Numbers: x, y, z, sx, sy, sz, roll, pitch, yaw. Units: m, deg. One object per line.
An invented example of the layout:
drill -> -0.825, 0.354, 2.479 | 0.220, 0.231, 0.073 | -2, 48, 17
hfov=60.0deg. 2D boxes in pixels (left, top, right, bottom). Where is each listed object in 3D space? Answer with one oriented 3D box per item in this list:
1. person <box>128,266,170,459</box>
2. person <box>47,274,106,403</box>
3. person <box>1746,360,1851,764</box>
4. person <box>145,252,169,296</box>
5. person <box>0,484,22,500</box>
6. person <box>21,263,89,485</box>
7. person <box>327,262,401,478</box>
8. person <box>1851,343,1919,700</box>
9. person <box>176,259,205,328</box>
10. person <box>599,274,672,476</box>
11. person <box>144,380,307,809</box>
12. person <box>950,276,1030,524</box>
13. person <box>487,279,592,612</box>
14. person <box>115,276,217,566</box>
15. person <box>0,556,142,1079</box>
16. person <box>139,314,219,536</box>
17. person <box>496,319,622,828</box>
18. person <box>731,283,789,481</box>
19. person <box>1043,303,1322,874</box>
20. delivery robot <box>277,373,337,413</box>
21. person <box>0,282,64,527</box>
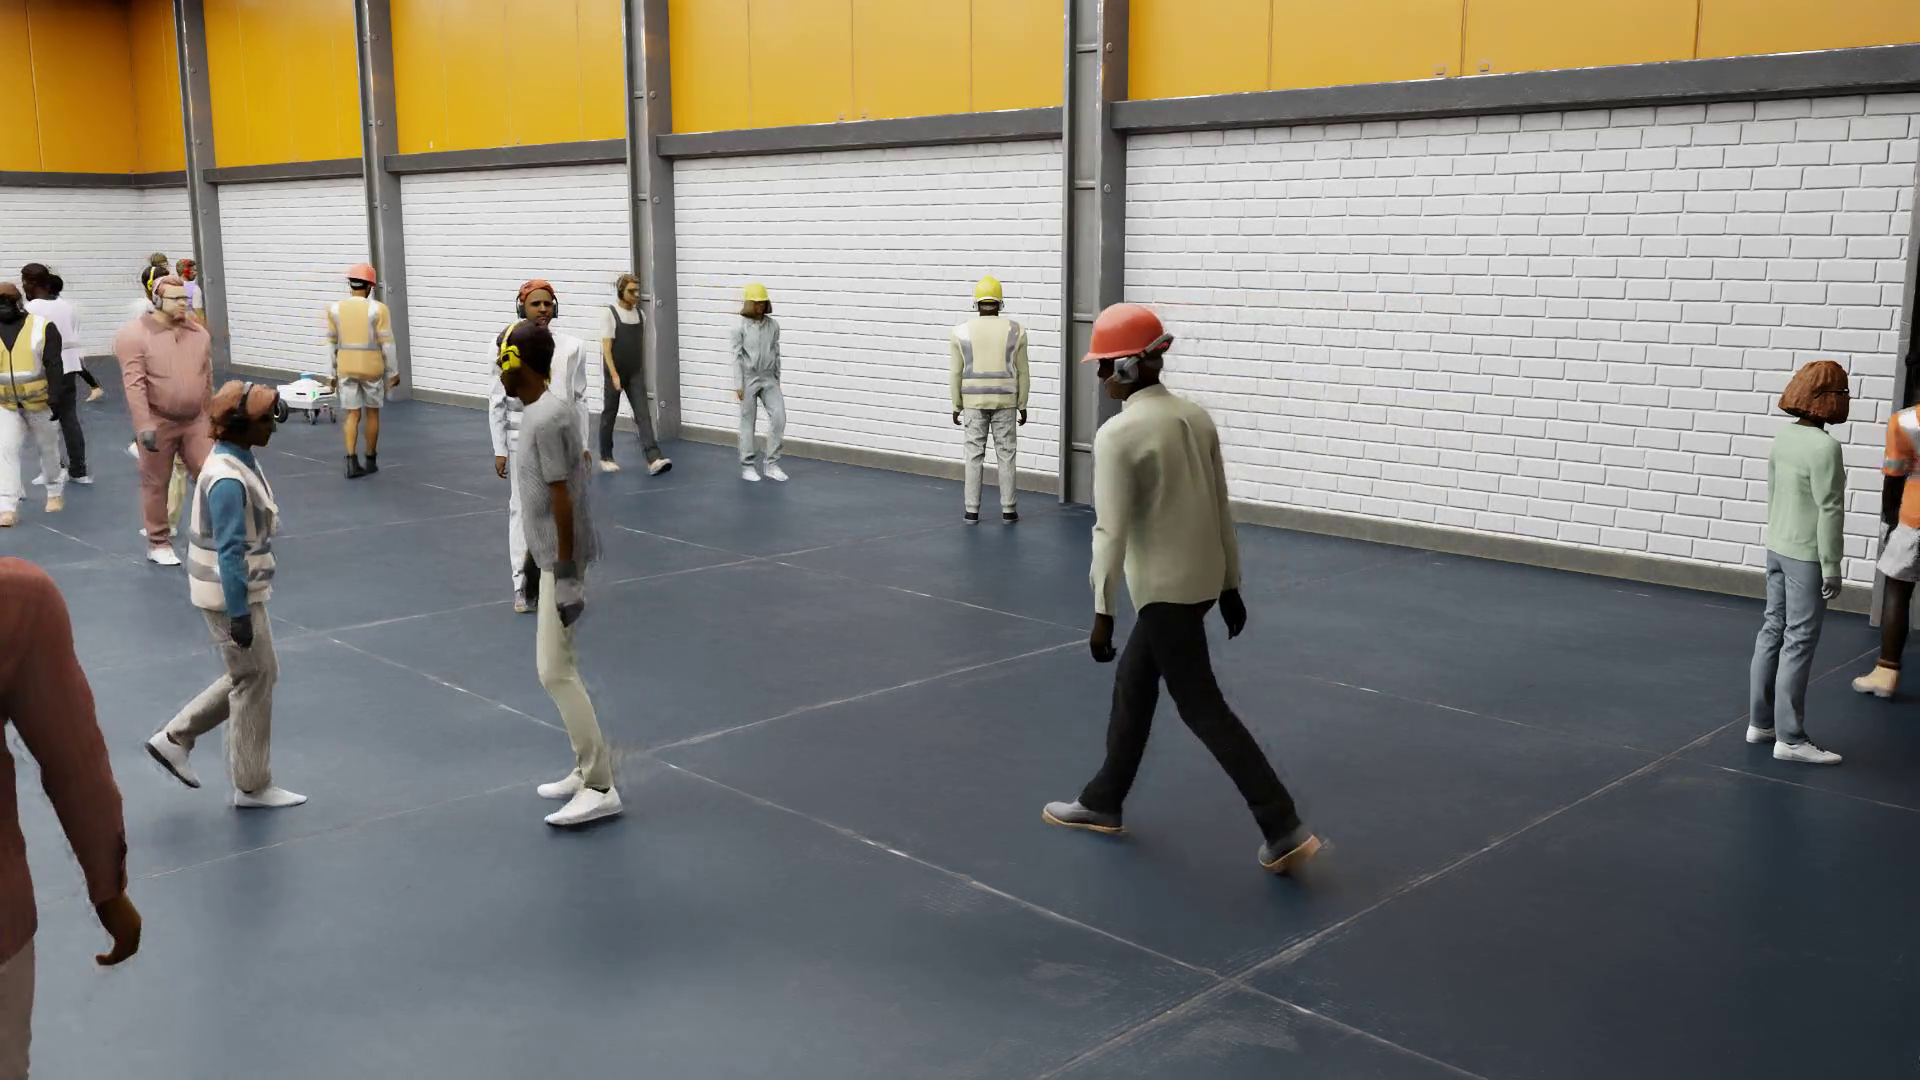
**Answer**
person -> -7.308, -1.546, 15.082 | 0.445, 1.851, 0.579 | -2, 11, -11
person -> -11.325, -2.535, 21.019 | 0.871, 1.656, 0.533 | -5, 12, -27
person -> 3.449, 0.084, 6.796 | 0.284, 1.633, 0.500 | 0, 10, 1
person -> -10.478, -2.843, 21.997 | 0.495, 1.914, 0.664 | -5, 11, -24
person -> -7.864, -1.113, 13.354 | 0.626, 1.617, 0.550 | 0, 10, 2
person -> -7.794, -1.407, 14.219 | 0.545, 1.899, 0.590 | 2, 11, 9
person -> -5.279, -1.507, 14.745 | 0.622, 1.902, 0.615 | 0, 10, -1
person -> 4.436, -0.066, 7.528 | 0.614, 1.673, 0.360 | 7, 12, 32
person -> -9.430, -2.493, 20.276 | 0.565, 1.841, 0.384 | 5, 11, 24
person -> -2.951, -1.455, 14.776 | 0.524, 1.786, 0.989 | -10, 14, -43
person -> -2.716, 0.219, 6.093 | 0.535, 1.618, 0.543 | -4, 11, -19
person -> 0.220, -1.024, 12.283 | 0.590, 1.837, 0.403 | 0, 10, 1
person -> -2.387, -0.536, 9.496 | 0.574, 1.885, 0.356 | -6, 12, -31
person -> -4.958, -0.729, 10.603 | 0.895, 1.870, 0.643 | 8, 13, 37
person -> -1.766, 0.649, 2.807 | 0.657, 1.967, 0.648 | -3, 11, -14
person -> -5.367, -0.809, 11.786 | 0.884, 1.589, 0.497 | 0, 10, 0
person -> -1.504, 0.111, 6.159 | 0.396, 1.816, 0.635 | -3, 11, -17
person -> -1.713, -1.350, 14.366 | 0.502, 1.722, 0.602 | -8, 13, -36
person -> 0.769, 0.169, 5.608 | 1.062, 1.921, 0.622 | 7, 13, 34
delivery robot -> -7.456, -1.658, 18.984 | 0.707, 0.478, 0.477 | 6, 12, 32
person -> -7.050, -1.038, 12.522 | 0.624, 1.795, 0.975 | -3, 11, -17
